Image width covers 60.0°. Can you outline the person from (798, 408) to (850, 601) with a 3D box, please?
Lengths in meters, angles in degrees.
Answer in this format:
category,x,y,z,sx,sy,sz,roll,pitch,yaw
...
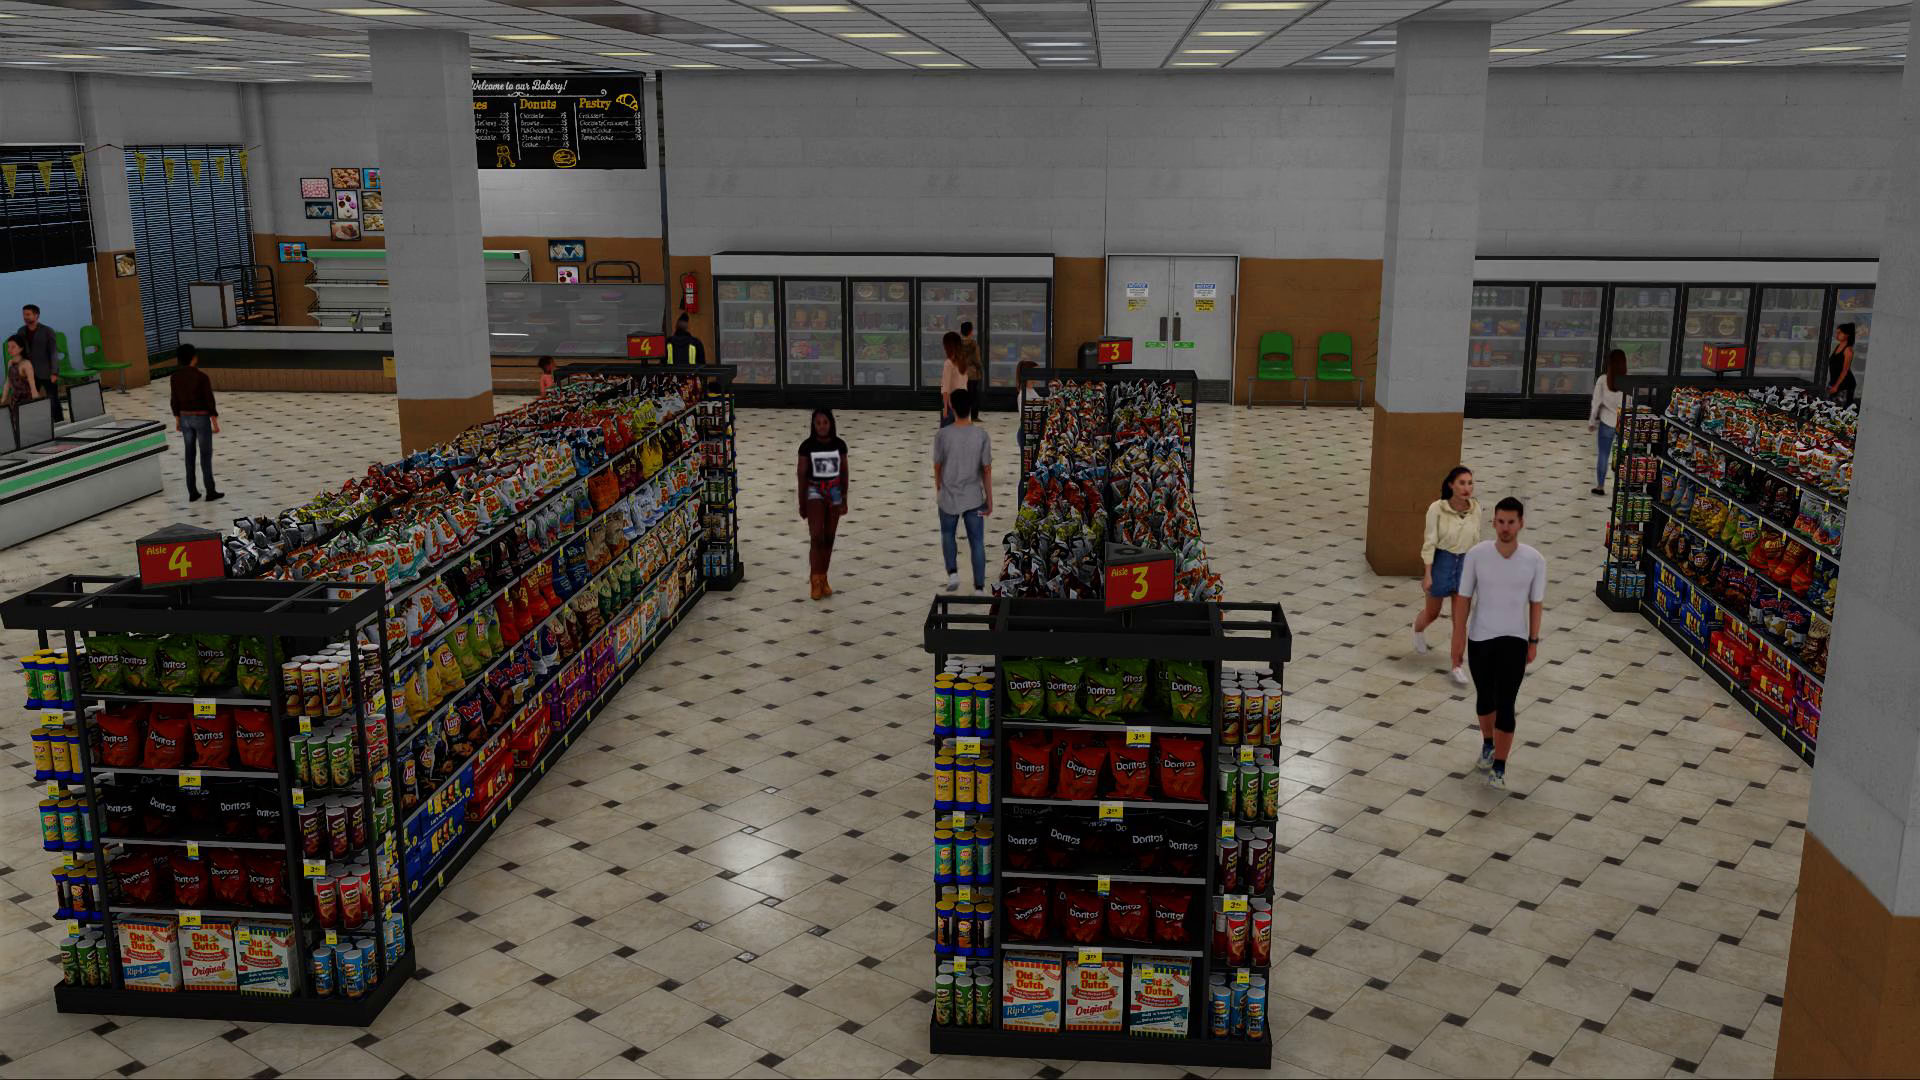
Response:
category,x,y,z,sx,sy,sz,roll,pitch,yaw
person,-1.235,-0.338,14.817,0.732,1.707,0.796,-5,15,-21

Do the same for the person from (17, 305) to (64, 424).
category,x,y,z,sx,sy,sz,roll,pitch,yaw
person,-12.277,-2.225,22.298,0.751,1.847,1.009,0,14,0

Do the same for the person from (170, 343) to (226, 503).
category,x,y,z,sx,sy,sz,roll,pitch,yaw
person,-8.615,-1.324,18.727,0.645,1.780,0.494,1,14,4

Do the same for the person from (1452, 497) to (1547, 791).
category,x,y,z,sx,sy,sz,roll,pitch,yaw
person,3.444,0.618,10.633,0.890,1.822,1.165,6,15,24

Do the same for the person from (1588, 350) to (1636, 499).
category,x,y,z,sx,sy,sz,roll,pitch,yaw
person,7.441,-1.311,18.887,0.758,1.680,0.681,3,14,11

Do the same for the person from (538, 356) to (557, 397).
category,x,y,z,sx,sy,sz,roll,pitch,yaw
person,-5.319,-1.684,21.243,0.708,1.293,0.890,-3,14,-12

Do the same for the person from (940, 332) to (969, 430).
category,x,y,z,sx,sy,sz,roll,pitch,yaw
person,-0.001,-1.560,19.711,0.900,1.775,0.948,8,16,30

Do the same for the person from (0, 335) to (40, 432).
category,x,y,z,sx,sy,sz,roll,pitch,yaw
person,-10.990,-1.549,19.746,0.987,1.736,1.115,12,18,42

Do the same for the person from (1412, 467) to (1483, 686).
category,x,y,z,sx,sy,sz,roll,pitch,yaw
person,3.684,0.241,12.645,0.779,1.605,1.133,-2,14,-7

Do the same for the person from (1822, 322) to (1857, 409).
category,x,y,z,sx,sy,sz,roll,pitch,yaw
person,11.693,-2.012,21.914,0.773,1.615,1.093,-1,14,-4

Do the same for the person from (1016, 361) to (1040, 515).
category,x,y,z,sx,sy,sz,roll,pitch,yaw
person,0.736,-1.056,17.752,0.692,1.720,0.490,3,14,11

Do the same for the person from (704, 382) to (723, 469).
category,x,y,z,sx,sy,sz,roll,pitch,yaw
person,-2.850,-1.221,19.419,0.628,1.253,0.523,7,15,27

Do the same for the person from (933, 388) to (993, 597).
category,x,y,z,sx,sy,sz,roll,pitch,yaw
person,-0.003,-0.366,14.589,0.696,1.868,0.682,1,14,6

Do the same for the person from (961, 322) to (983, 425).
category,x,y,z,sx,sy,sz,roll,pitch,yaw
person,0.106,-2.397,23.839,0.627,1.455,0.636,4,14,18

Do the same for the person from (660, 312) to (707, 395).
category,x,y,z,sx,sy,sz,roll,pitch,yaw
person,-3.548,-1.966,21.223,0.857,1.850,0.826,-3,14,-12
